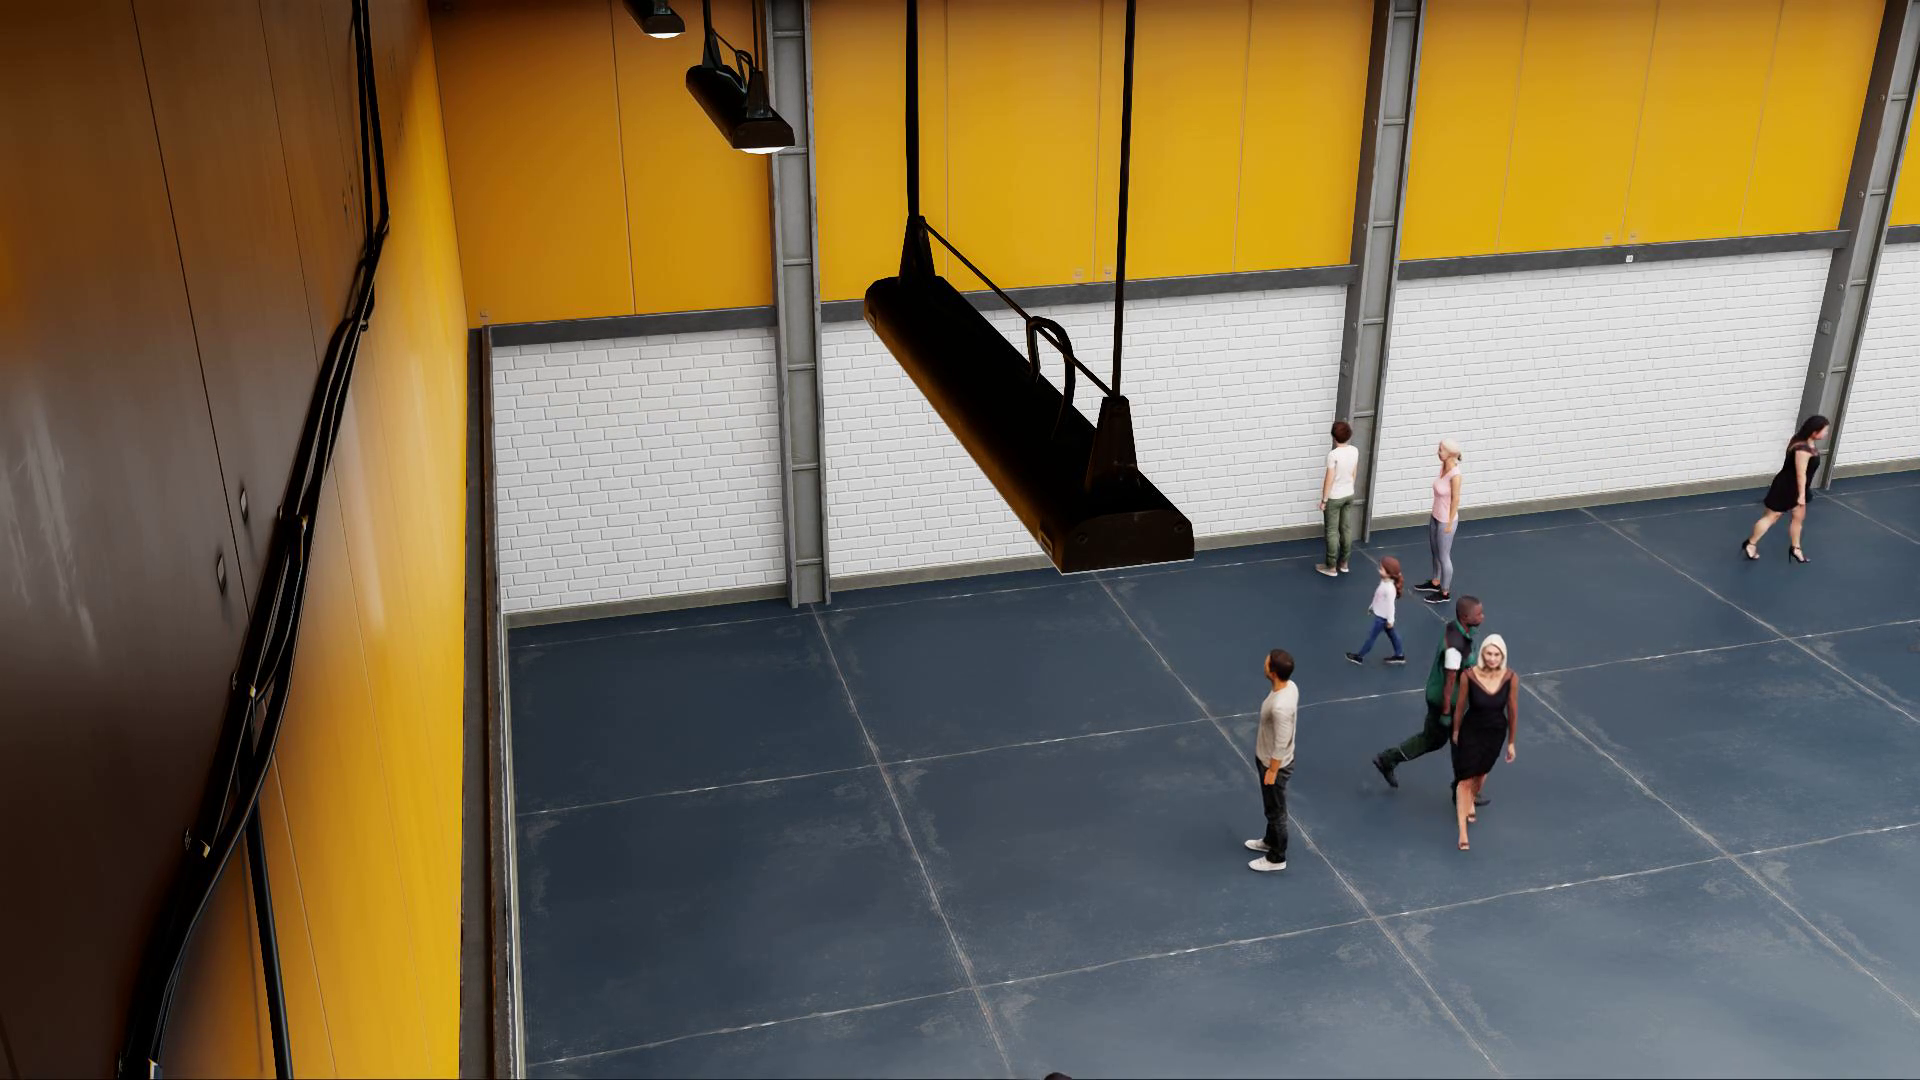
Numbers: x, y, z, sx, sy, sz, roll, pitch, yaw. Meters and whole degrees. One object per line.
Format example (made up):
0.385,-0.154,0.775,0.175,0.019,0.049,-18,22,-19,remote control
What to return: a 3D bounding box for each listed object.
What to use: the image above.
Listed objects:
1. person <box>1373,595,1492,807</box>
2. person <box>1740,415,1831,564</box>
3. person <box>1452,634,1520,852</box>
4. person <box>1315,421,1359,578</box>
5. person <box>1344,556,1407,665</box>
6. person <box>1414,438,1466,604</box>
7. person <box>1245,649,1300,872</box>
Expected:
3.768,1.264,13.140,1.282,1.803,1.085,6,24,14,person
8.596,-0.530,17.403,1.037,1.675,0.970,11,26,24,person
4.011,1.473,12.779,1.038,1.709,0.919,3,24,7,person
3.921,-0.436,17.216,0.549,1.653,0.684,-13,27,-27,person
3.986,0.674,15.387,0.848,1.083,0.641,4,24,8,person
4.845,-0.215,16.623,0.554,1.723,0.593,-2,24,-4,person
2.355,1.617,12.323,0.704,1.810,0.724,4,24,10,person
